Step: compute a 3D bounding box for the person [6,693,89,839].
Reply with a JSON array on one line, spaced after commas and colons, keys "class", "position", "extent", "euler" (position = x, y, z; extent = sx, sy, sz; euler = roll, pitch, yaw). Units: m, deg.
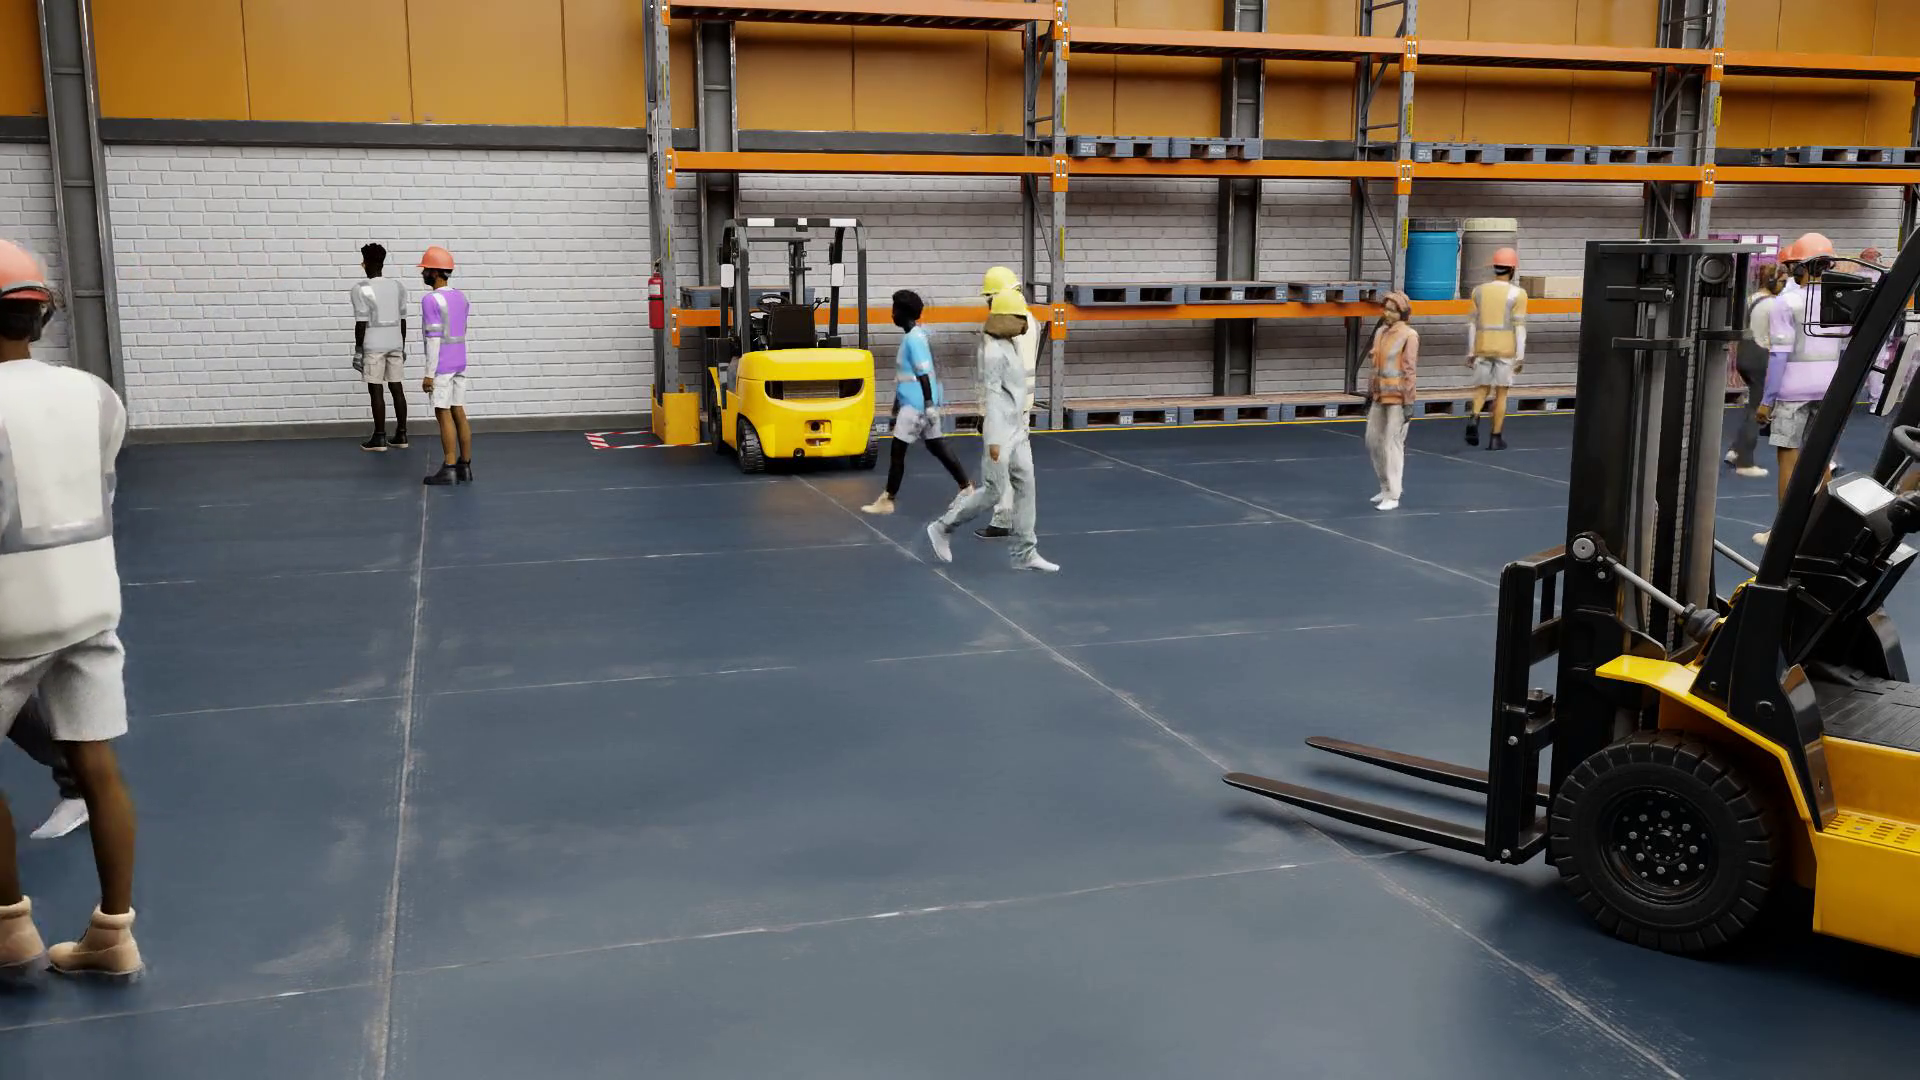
[{"class": "person", "position": [-3.270, 0.130, 5.328], "extent": [0.993, 1.879, 0.607], "euler": [-8, 13, -38]}]

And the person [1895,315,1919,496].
[{"class": "person", "position": [6.071, -0.791, 10.284], "extent": [0.721, 1.913, 0.555], "euler": [-4, 11, -23]}]

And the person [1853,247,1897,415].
[{"class": "person", "position": [10.350, -2.386, 19.032], "extent": [0.643, 1.905, 0.400], "euler": [5, 11, 25]}]

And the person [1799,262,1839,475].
[{"class": "person", "position": [6.707, -1.295, 13.099], "extent": [0.427, 1.887, 0.650], "euler": [3, 11, 18]}]

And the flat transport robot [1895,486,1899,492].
[{"class": "flat transport robot", "position": [7.180, -0.227, 11.670], "extent": [1.431, 0.197, 0.652], "euler": [4, 11, 22]}]

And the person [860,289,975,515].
[{"class": "person", "position": [-0.261, -1.004, 12.158], "extent": [0.876, 1.651, 0.544], "euler": [0, 10, -1]}]

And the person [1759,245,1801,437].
[{"class": "person", "position": [8.371, -2.006, 16.853], "extent": [0.543, 1.938, 0.364], "euler": [-1, 10, -7]}]

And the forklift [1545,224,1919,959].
[{"class": "forklift", "position": [2.909, 0.117, 4.508], "extent": [2.313, 2.155, 1.214], "euler": [9, 14, 40]}]

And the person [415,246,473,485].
[{"class": "person", "position": [-4.229, -1.418, 13.617], "extent": [0.346, 1.942, 0.550], "euler": [2, 11, 13]}]

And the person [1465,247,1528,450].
[{"class": "person", "position": [5.060, -1.792, 15.712], "extent": [0.557, 1.923, 0.509], "euler": [9, 13, 40]}]

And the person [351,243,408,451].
[{"class": "person", "position": [-5.516, -1.832, 15.819], "extent": [0.367, 1.966, 0.606], "euler": [6, 12, 31]}]

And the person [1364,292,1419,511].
[{"class": "person", "position": [3.230, -1.026, 12.359], "extent": [0.404, 1.617, 0.583], "euler": [-4, 11, -19]}]

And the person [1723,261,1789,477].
[{"class": "person", "position": [6.752, -1.424, 14.003], "extent": [0.409, 1.819, 0.501], "euler": [-1, 10, -3]}]

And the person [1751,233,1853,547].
[{"class": "person", "position": [5.450, -0.952, 10.779], "extent": [0.605, 2.045, 0.382], "euler": [-2, 11, -12]}]

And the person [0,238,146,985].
[{"class": "person", "position": [-2.511, 0.211, 4.470], "extent": [0.665, 2.016, 0.610], "euler": [5, 11, 25]}]

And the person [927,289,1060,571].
[{"class": "person", "position": [0.204, -0.658, 10.078], "extent": [0.750, 1.716, 0.491], "euler": [4, 11, 20]}]

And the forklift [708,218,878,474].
[{"class": "forklift", "position": [-1.522, -1.778, 14.899], "extent": [1.214, 2.155, 2.313], "euler": [-3, 11, -17]}]

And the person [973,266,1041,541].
[{"class": "person", "position": [0.294, -0.907, 11.133], "extent": [0.403, 1.827, 0.588], "euler": [6, 12, 31]}]
